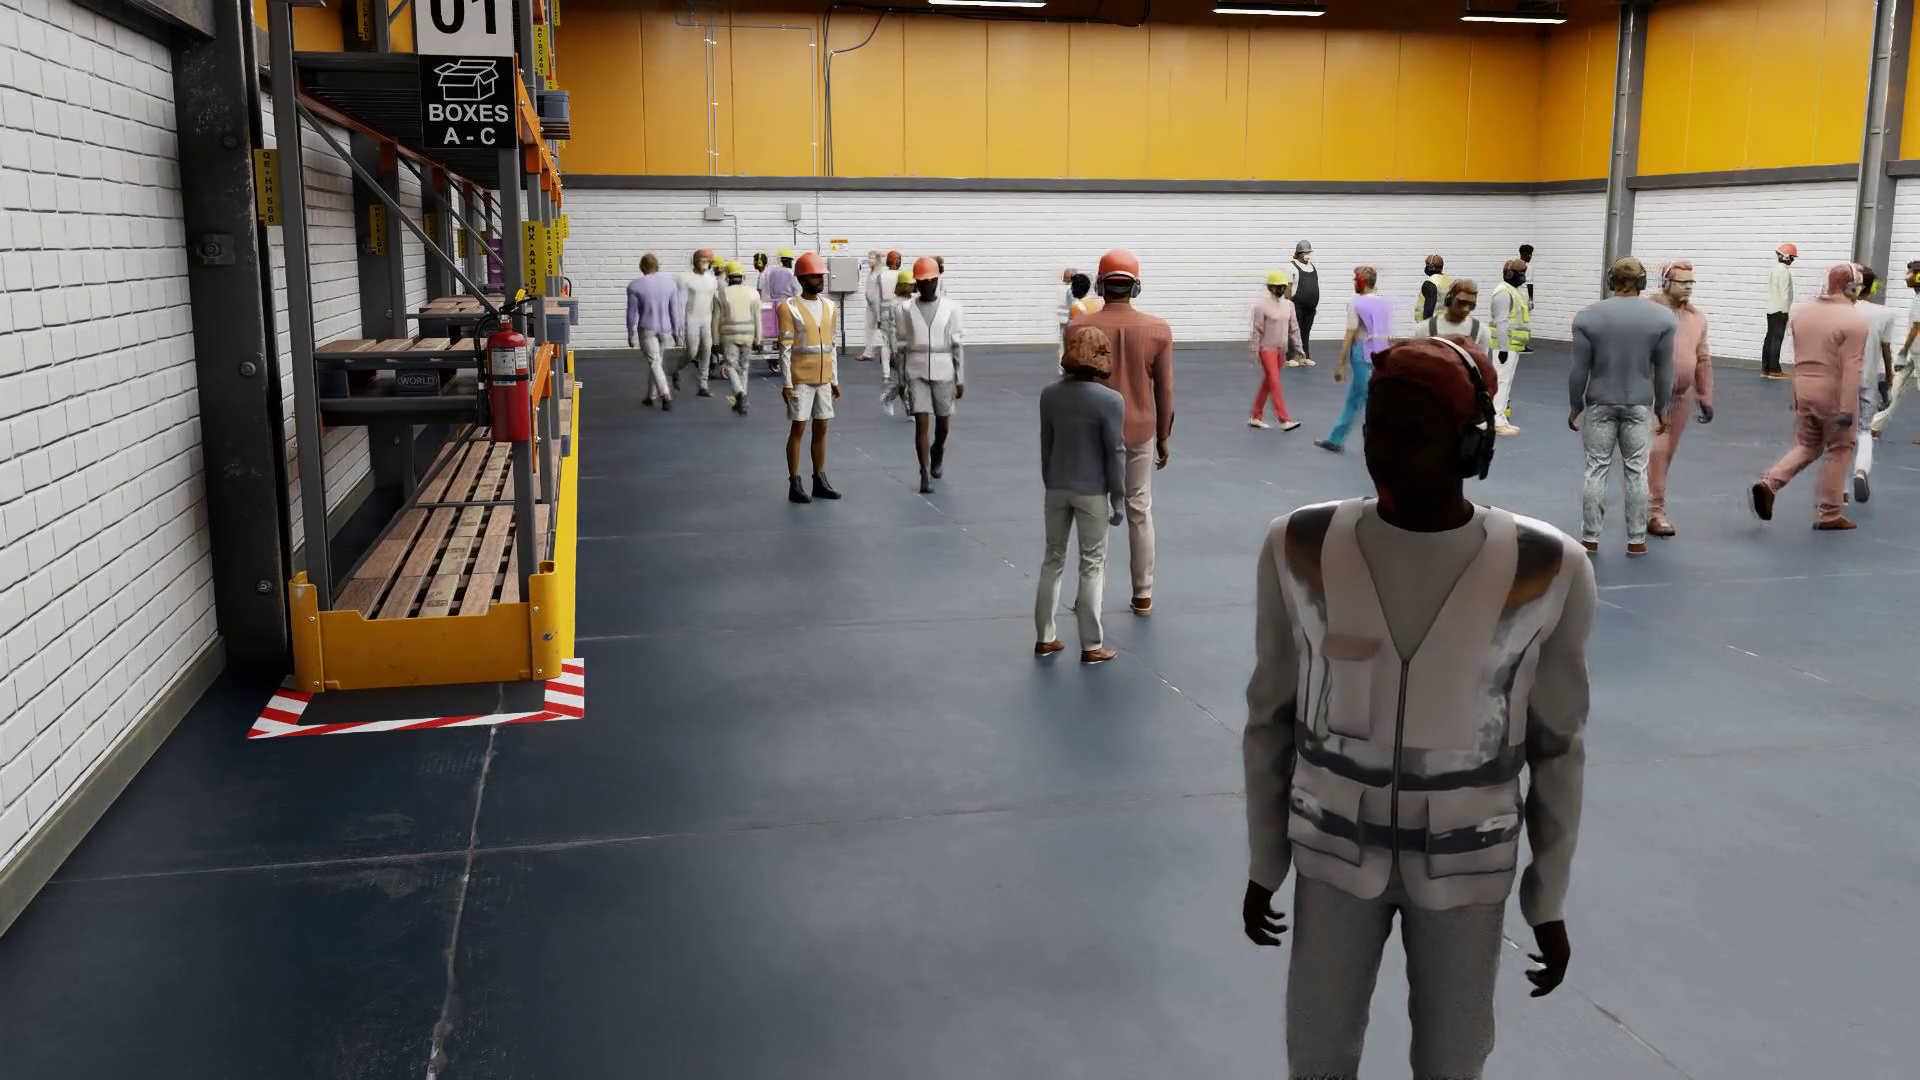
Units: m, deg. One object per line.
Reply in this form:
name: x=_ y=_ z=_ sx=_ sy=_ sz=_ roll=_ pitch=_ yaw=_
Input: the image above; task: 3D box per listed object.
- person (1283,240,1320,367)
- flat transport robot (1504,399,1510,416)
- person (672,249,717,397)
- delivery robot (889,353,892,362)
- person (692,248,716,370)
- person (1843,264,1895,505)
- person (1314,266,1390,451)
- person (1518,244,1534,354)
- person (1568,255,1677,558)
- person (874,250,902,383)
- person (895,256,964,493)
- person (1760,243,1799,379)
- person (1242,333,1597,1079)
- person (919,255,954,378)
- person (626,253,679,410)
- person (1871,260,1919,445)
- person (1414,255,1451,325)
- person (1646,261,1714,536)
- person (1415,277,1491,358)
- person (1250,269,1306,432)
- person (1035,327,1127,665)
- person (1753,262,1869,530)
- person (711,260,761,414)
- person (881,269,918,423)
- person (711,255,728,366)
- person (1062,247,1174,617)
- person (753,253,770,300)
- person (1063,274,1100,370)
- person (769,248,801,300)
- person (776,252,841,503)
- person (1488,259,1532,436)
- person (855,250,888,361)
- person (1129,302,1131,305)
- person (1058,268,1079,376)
person: x=5.551 y=-3.821 z=26.879 sx=0.685 sy=2.000 sz=0.538 roll=-7 pitch=12 yaw=-34
flat transport robot: x=6.116 y=-1.639 z=19.694 sx=0.652 sy=0.197 sz=1.431 roll=2 pitch=11 yaw=13
person: x=-3.467 y=-2.835 z=21.767 sx=0.652 sy=1.920 sz=0.616 roll=-9 pitch=14 yaw=-41
delivery robot: x=-0.854 y=-3.053 z=26.479 sx=0.707 sy=0.478 sz=0.477 roll=-5 pitch=11 yaw=-26
person: x=-4.030 y=-3.582 z=25.934 sx=0.543 sy=1.915 sz=0.548 roll=8 pitch=13 yaw=39
person: x=6.818 y=-1.167 z=12.673 sx=0.529 sy=1.854 sz=0.519 roll=4 pitch=11 yaw=20
person: x=3.792 y=-1.689 z=15.746 sx=0.961 sy=1.791 sz=0.583 roll=10 pitch=14 yaw=44
person: x=10.123 y=-4.339 z=29.974 sx=0.378 sy=1.958 sz=0.600 roll=-4 pitch=11 yaw=-22
person: x=4.237 y=-0.849 z=10.699 sx=0.631 sy=1.936 sz=0.362 roll=4 pitch=11 yaw=20
person: x=-0.933 y=-3.156 z=23.620 sx=0.573 sy=1.887 sz=0.355 roll=4 pitch=11 yaw=22
person: x=-0.251 y=-1.362 z=13.611 sx=0.553 sy=1.915 sz=0.746 roll=0 pitch=10 yaw=-2
person: x=12.105 y=-3.375 z=24.551 sx=0.391 sy=1.989 sz=0.611 roll=1 pitch=10 yaw=6
person: x=0.775 y=0.583 z=2.912 sx=0.576 sy=1.883 sz=0.362 roll=4 pitch=11 yaw=21
person: x=-0.472 y=-3.245 z=24.307 sx=0.757 sy=1.821 sz=0.633 roll=-2 pitch=11 yaw=-13
person: x=-3.689 y=-2.518 z=20.112 sx=0.631 sy=1.893 sz=1.024 roll=-7 pitch=12 yaw=-33
person: x=9.417 y=-1.860 z=16.593 sx=0.932 sy=1.825 sz=0.557 roll=6 pitch=12 yaw=28
person: x=6.214 y=-2.830 z=21.940 sx=0.429 sy=1.843 sz=0.633 roll=7 pitch=13 yaw=35
person: x=4.953 y=-0.969 z=11.488 sx=0.661 sy=1.882 sz=0.728 roll=-3 pitch=11 yaw=-16
person: x=3.387 y=-0.931 z=11.582 sx=0.542 sy=1.799 sz=0.873 roll=3 pitch=11 yaw=15
person: x=3.391 y=-2.010 z=17.724 sx=0.540 sy=1.718 sz=0.901 roll=-6 pitch=12 yaw=-32
person: x=0.583 y=-0.215 z=8.063 sx=0.500 sy=1.624 sz=0.305 roll=8 pitch=13 yaw=38
person: x=6.005 y=-0.992 z=11.632 sx=0.651 sy=1.885 sz=0.650 roll=-3 pitch=11 yaw=-16
person: x=-2.601 y=-2.364 z=19.477 sx=0.599 sy=1.811 sz=0.785 roll=-5 pitch=11 yaw=-25
person: x=-0.644 y=-2.186 z=18.698 sx=0.662 sy=1.719 sz=0.492 roll=8 pitch=13 yaw=39
person: x=-3.830 y=-3.710 z=26.943 sx=0.417 sy=1.792 sz=0.639 roll=1 pitch=10 yaw=5
person: x=0.842 y=-0.572 z=9.001 sx=0.623 sy=1.993 sz=0.385 roll=-1 pitch=10 yaw=-7
person: x=-3.301 y=-3.830 z=27.553 sx=0.980 sy=1.820 sz=0.513 roll=-1 pitch=10 yaw=-4
person: x=1.310 y=-2.125 z=18.540 sx=0.842 sy=1.661 sz=0.553 roll=8 pitch=13 yaw=37
person: x=-2.760 y=-3.706 z=26.611 sx=0.606 sy=1.903 sz=0.573 roll=6 pitch=12 yaw=31
person: x=-1.161 y=-1.266 z=12.991 sx=0.551 sy=1.942 sz=0.344 roll=-9 pitch=14 yaw=-41
person: x=5.761 y=-2.020 z=17.456 sx=0.429 sy=1.840 sz=0.627 roll=5 pitch=12 yaw=27
person: x=-1.328 y=-3.968 z=28.163 sx=0.890 sy=1.874 sz=0.646 roll=-6 pitch=12 yaw=-31
person: x=2.884 y=-4.088 z=29.505 sx=0.340 sy=1.620 sz=0.535 roll=-4 pitch=11 yaw=-20
person: x=1.671 y=-3.269 z=24.986 sx=0.433 sy=1.623 sz=0.518 roll=-4 pitch=11 yaw=-23
